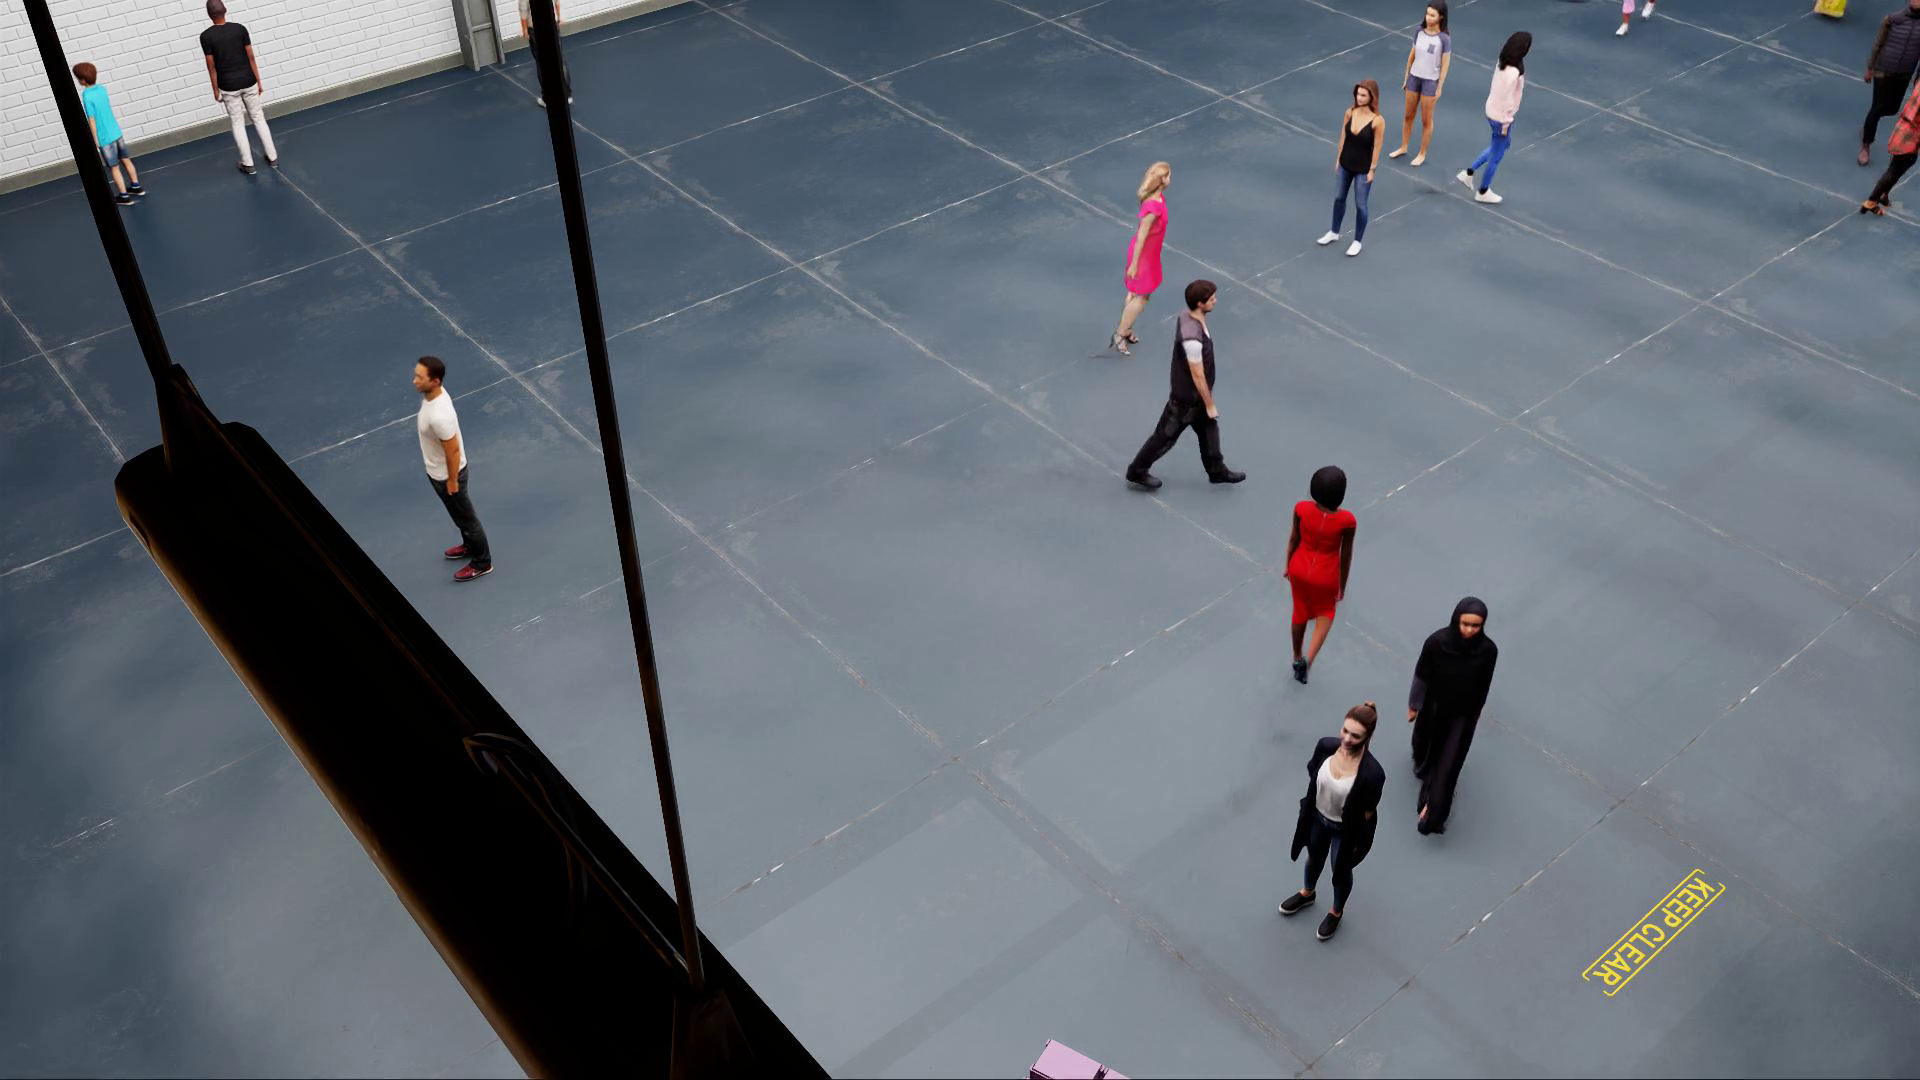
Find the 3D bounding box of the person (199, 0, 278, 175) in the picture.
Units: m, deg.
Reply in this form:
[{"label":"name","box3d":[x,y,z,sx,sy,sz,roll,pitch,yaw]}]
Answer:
[{"label":"person","box3d":[-7.362,-4.628,16.947,0.517,1.804,0.701,-29,47,-31]}]

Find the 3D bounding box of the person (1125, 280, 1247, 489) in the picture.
[{"label":"person","box3d":[1.627,-1.108,12.538,1.168,1.806,1.174,7,39,9]}]

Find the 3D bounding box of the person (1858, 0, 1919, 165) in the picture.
[{"label":"person","box3d":[9.670,-4.861,17.231,1.058,1.813,1.207,11,40,13]}]

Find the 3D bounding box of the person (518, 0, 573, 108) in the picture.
[{"label":"person","box3d":[-4.558,-5.644,18.215,0.462,1.809,0.706,-28,47,-31]}]

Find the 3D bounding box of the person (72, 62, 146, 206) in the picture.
[{"label":"person","box3d":[-8.458,-4.047,16.502,0.659,1.450,0.592,5,39,6]}]

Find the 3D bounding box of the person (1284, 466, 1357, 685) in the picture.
[{"label":"person","box3d":[2.292,0.295,10.840,0.736,1.732,0.824,15,41,18]}]

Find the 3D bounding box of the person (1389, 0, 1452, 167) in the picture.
[{"label":"person","box3d":[4.781,-4.715,17.113,0.500,1.732,0.596,-31,48,-33]}]

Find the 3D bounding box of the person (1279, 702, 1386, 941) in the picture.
[{"label":"person","box3d":[2.114,1.559,9.299,0.555,1.679,0.628,-30,47,-32]}]

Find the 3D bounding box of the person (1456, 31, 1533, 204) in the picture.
[{"label":"person","box3d":[5.233,-4.164,16.406,0.901,1.754,0.842,4,39,5]}]

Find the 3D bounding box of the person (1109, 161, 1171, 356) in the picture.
[{"label":"person","box3d":[1.516,-2.405,14.257,0.873,1.687,0.794,15,41,18]}]

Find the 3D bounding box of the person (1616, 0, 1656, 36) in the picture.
[{"label":"person","box3d":[8.268,-6.967,19.944,0.709,1.719,1.079,27,46,30]}]

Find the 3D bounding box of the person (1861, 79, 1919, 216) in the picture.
[{"label":"person","box3d":[9.127,-3.911,16.145,0.810,1.683,0.745,4,39,5]}]

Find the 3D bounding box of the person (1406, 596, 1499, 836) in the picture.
[{"label":"person","box3d":[2.977,0.940,10.134,1.005,1.605,1.202,11,40,14]}]

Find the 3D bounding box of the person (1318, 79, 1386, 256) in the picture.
[{"label":"person","box3d":[3.731,-3.521,15.626,0.612,1.721,0.532,31,48,33]}]

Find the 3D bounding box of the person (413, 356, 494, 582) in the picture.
[{"label":"person","box3d":[-3.622,-0.521,11.805,0.624,1.804,0.695,-16,41,-19]}]
